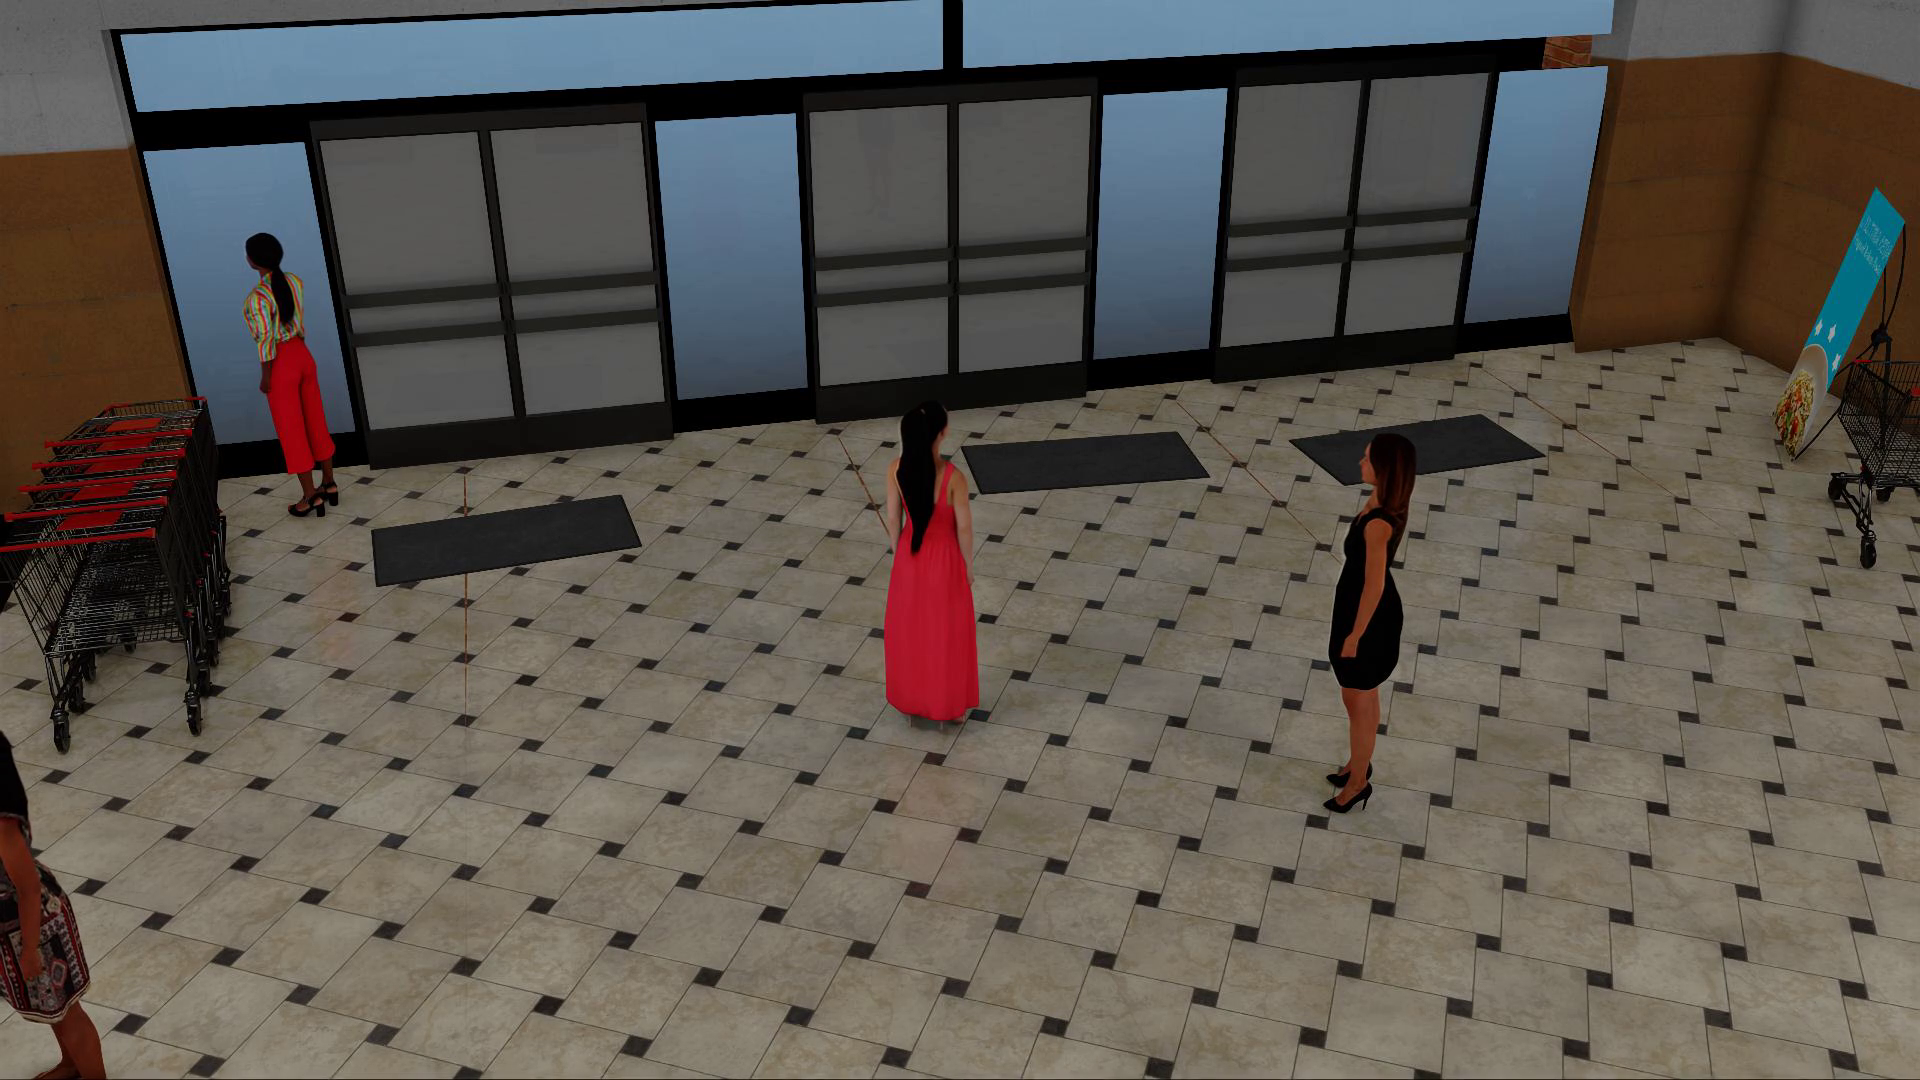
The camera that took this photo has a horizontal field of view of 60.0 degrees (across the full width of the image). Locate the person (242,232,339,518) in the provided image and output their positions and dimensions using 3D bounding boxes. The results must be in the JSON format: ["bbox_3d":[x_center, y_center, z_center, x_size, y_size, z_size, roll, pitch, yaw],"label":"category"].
[{"bbox_3d":[-4.065,-0.994,10.085,0.743,1.793,0.639,8,28,15],"label":"person"}]

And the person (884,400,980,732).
[{"bbox_3d":[-0.143,0.139,7.922,0.713,1.727,0.748,10,28,18],"label":"person"}]

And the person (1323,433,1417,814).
[{"bbox_3d":[1.791,0.385,7.319,0.722,1.835,0.626,8,28,16],"label":"person"}]

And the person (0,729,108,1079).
[{"bbox_3d":[-3.215,1.304,5.717,0.784,1.645,0.641,-22,34,-37],"label":"person"}]
